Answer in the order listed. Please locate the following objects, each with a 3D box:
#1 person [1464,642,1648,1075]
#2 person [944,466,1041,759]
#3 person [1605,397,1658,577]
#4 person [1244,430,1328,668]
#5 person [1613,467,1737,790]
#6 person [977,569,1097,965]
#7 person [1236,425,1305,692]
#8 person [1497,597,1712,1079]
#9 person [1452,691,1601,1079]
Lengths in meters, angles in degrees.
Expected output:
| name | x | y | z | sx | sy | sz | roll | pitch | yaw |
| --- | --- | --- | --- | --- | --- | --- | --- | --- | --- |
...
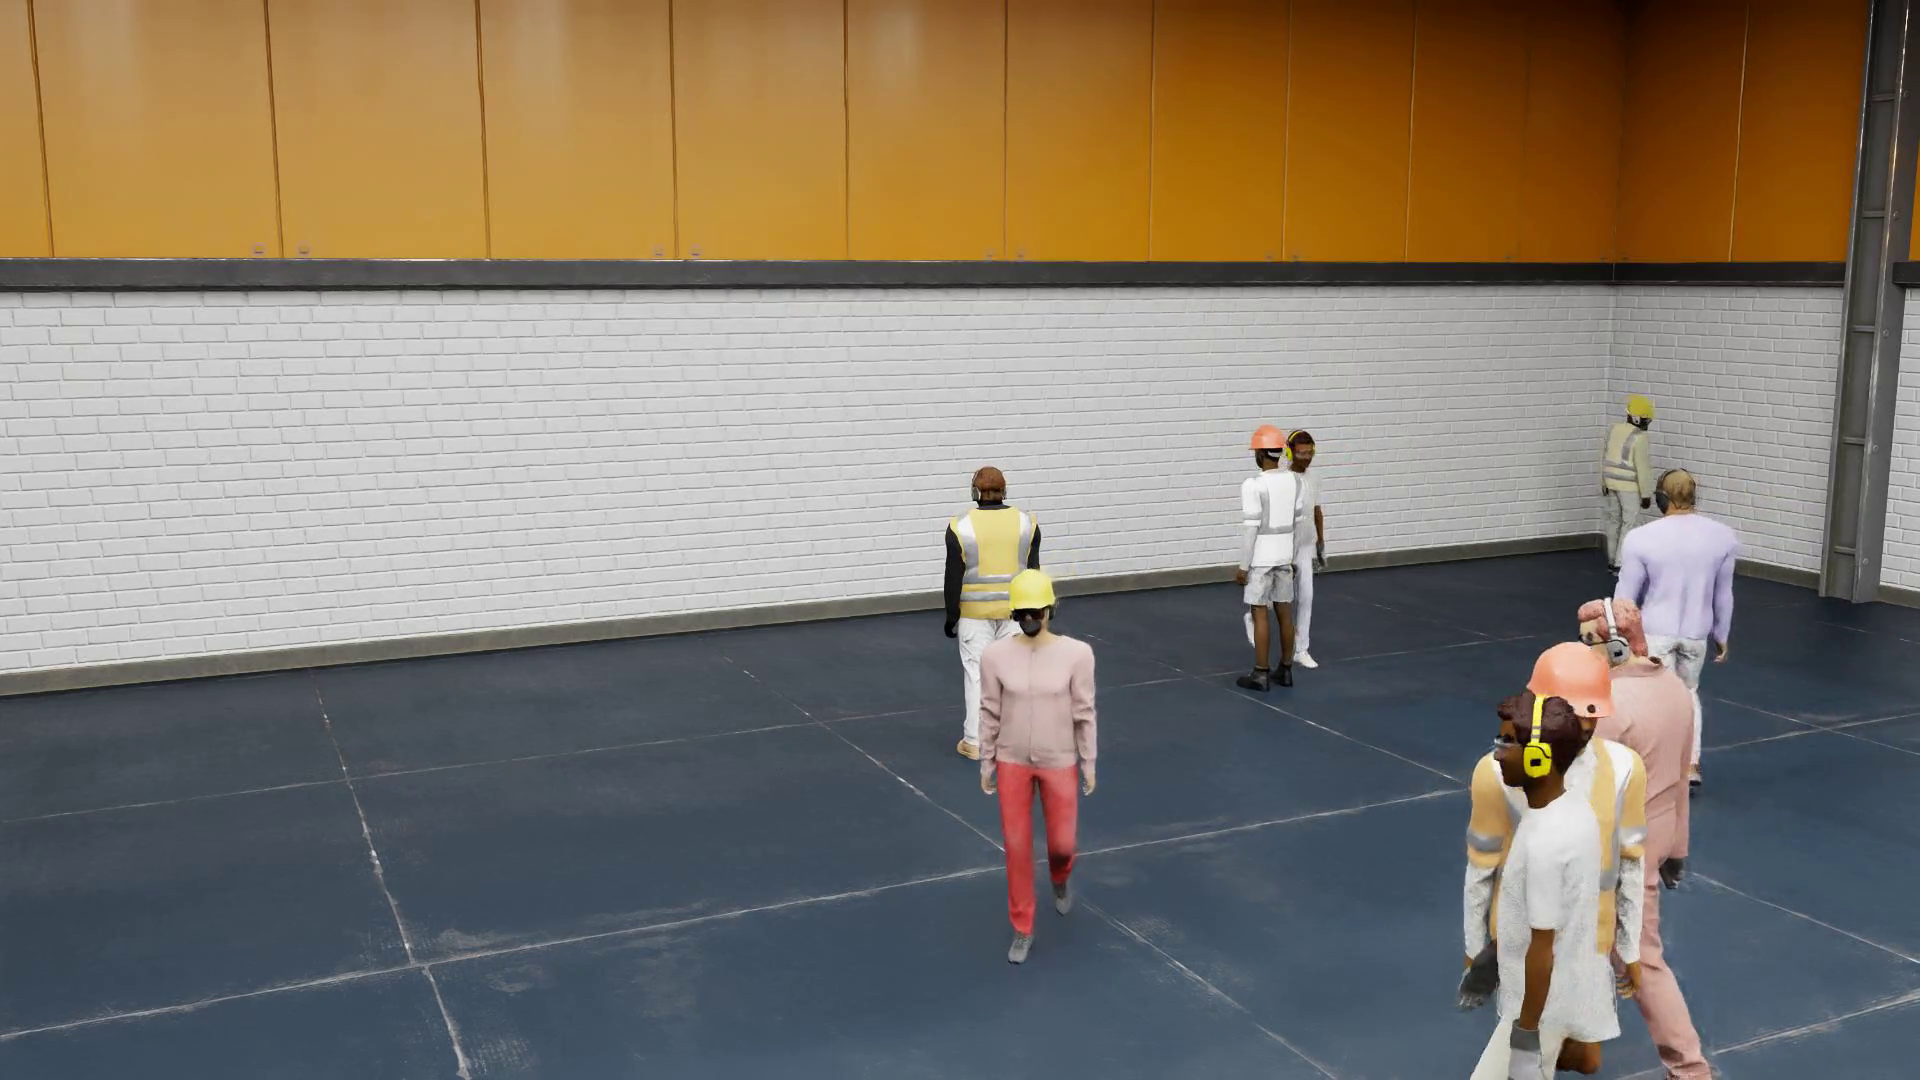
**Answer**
| name | x | y | z | sx | sy | sz | roll | pitch | yaw |
| --- | --- | --- | --- | --- | --- | --- | --- | --- | --- |
| person | 1.870 | 1.229 | 5.341 | 0.544 | 1.914 | 0.750 | 0 | 9 | -3 |
| person | 0.192 | 0.454 | 10.388 | 0.621 | 1.839 | 0.429 | -2 | 9 | -14 |
| person | 6.677 | -0.527 | 16.612 | 0.411 | 1.795 | 0.674 | -2 | 9 | -12 |
| person | 2.547 | 0.047 | 12.910 | 0.566 | 1.843 | 0.635 | -4 | 10 | -25 |
| person | 4.058 | 0.544 | 9.528 | 0.659 | 1.929 | 0.419 | 0 | 9 | -1 |
| person | 0.345 | 0.972 | 7.429 | 0.535 | 1.746 | 0.533 | 2 | 9 | 9 |
| person | 2.227 | 0.128 | 12.103 | 0.551 | 1.932 | 0.378 | -6 | 11 | -31 |
| person | 2.448 | 1.132 | 6.144 | 0.951 | 1.859 | 0.634 | 9 | 13 | 43 |
| person | 1.561 | 1.345 | 4.817 | 0.499 | 1.852 | 0.534 | 6 | 11 | 31 |
